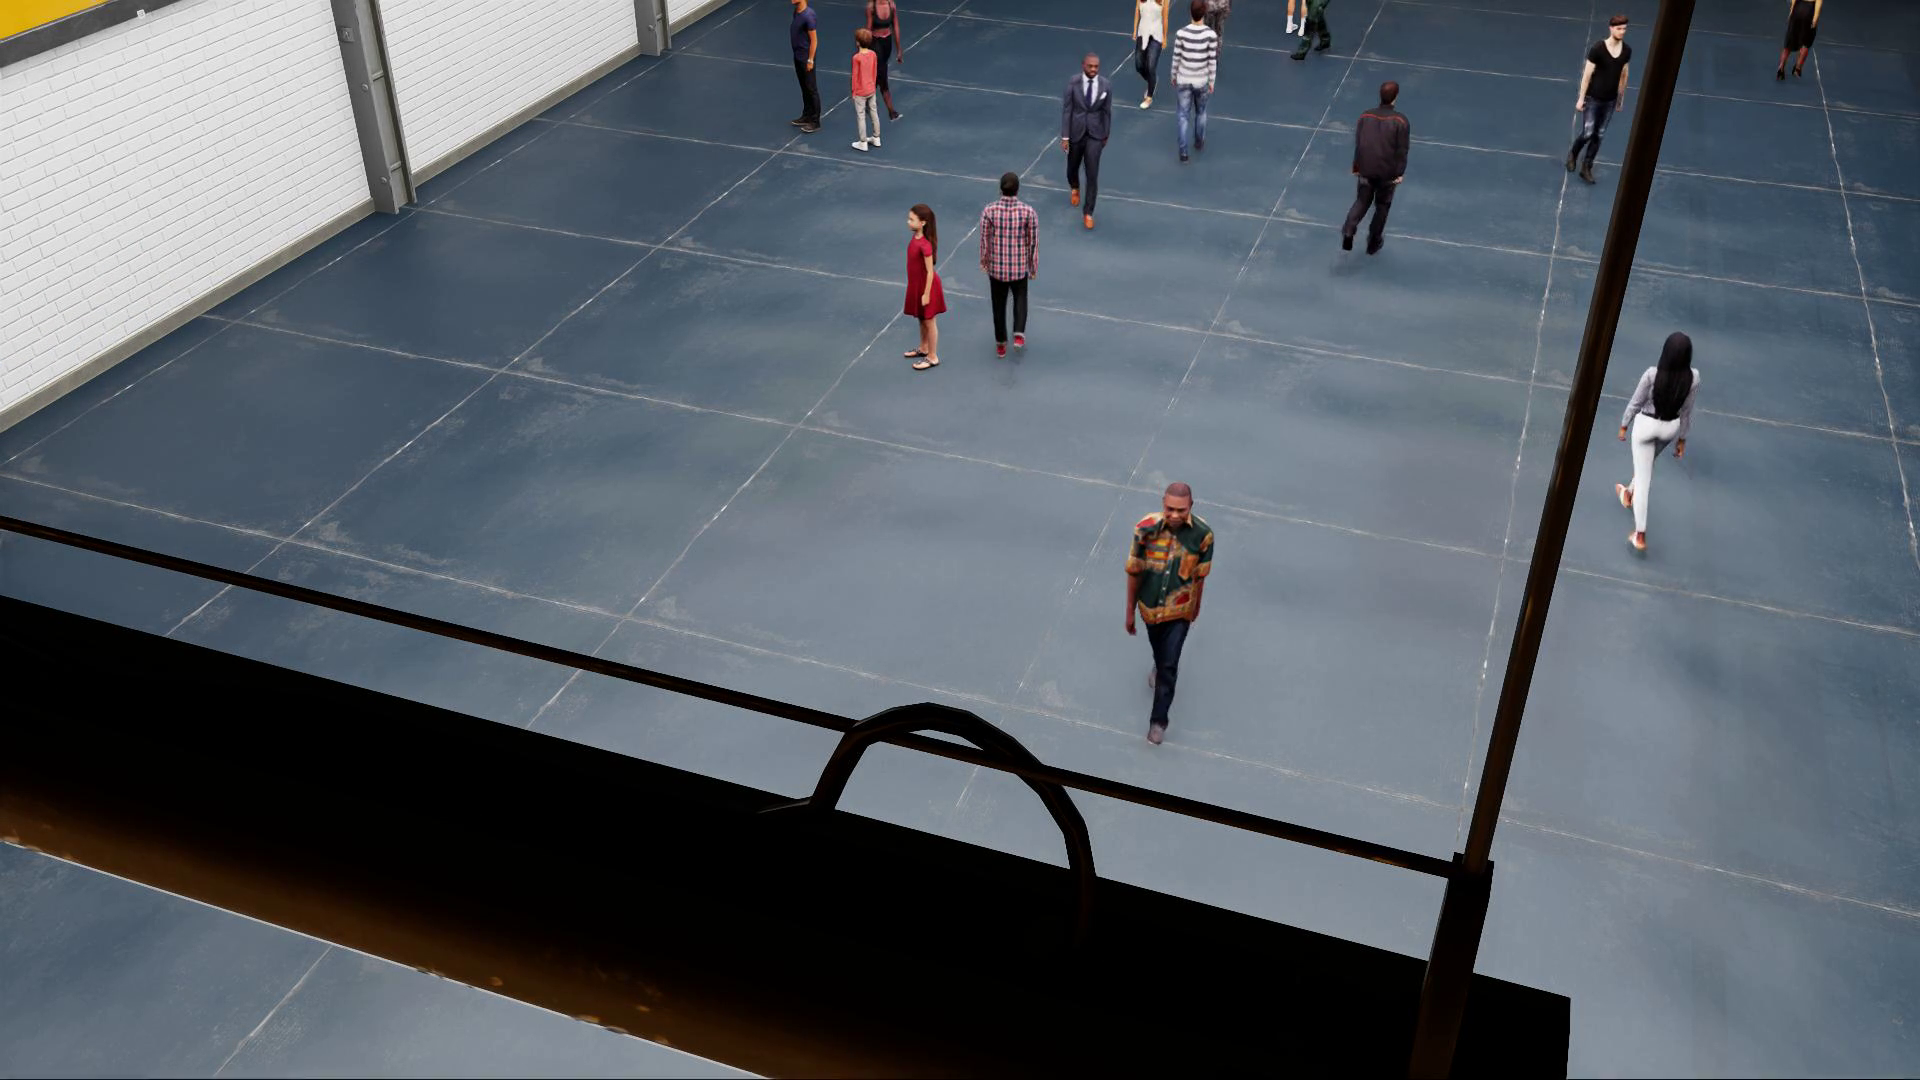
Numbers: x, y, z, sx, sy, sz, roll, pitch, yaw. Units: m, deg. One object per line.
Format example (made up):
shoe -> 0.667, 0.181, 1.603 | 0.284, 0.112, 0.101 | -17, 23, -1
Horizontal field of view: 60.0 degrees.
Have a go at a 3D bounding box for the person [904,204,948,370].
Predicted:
person -> -0.322, -2.313, 15.062 | 0.740, 1.553, 0.680 | -11, 35, -16

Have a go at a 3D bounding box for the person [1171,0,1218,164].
person -> 2.692, -5.281, 19.284 | 0.783, 1.821, 1.026 | 5, 34, 7

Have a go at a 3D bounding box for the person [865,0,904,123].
person -> -1.025, -6.098, 20.609 | 1.196, 1.716, 1.143 | -19, 38, -27

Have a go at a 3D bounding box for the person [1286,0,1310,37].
person -> 4.853, -8.055, 23.487 | 0.719, 1.789, 0.713 | 28, 43, 36

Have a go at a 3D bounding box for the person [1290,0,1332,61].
person -> 4.924, -7.479, 22.611 | 1.219, 1.800, 1.036 | -23, 40, -30

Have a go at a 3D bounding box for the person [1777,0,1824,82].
person -> 10.982, -6.815, 21.757 | 0.835, 1.640, 0.767 | -23, 40, -31

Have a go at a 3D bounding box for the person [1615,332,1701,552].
person -> 5.254, -0.728, 12.565 | 0.843, 1.677, 1.236 | 3, 34, 4

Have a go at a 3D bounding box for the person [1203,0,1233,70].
person -> 3.408, -7.009, 22.005 | 0.852, 1.687, 1.072 | -2, 34, -3

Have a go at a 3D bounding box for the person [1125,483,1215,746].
person -> 1.344, 0.360, 10.856 | 0.752, 1.758, 1.234 | 8, 34, 12

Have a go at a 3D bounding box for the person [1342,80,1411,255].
person -> 4.229, -3.742, 16.967 | 0.842, 1.823, 0.966 | 21, 39, 28

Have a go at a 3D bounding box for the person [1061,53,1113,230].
person -> 1.328, -4.359, 17.917 | 0.901, 1.800, 1.217 | 2, 34, 3

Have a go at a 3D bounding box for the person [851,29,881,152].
person -> -1.124, -5.361, 19.773 | 0.530, 1.414, 0.637 | -28, 42, -35

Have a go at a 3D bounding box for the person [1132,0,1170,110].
person -> 2.435, -6.355, 20.944 | 0.696, 1.774, 0.773 | 16, 37, 23

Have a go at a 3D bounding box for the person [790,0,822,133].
person -> -1.873, -5.886, 20.221 | 0.756, 1.793, 0.716 | -17, 37, -24

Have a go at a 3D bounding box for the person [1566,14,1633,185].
person -> 7.218, -5.030, 18.845 | 0.857, 1.890, 0.919 | -3, 34, -5

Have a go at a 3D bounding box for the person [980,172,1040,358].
person -> 0.433, -2.464, 15.113 | 0.782, 1.748, 0.764 | 0, 34, 1
